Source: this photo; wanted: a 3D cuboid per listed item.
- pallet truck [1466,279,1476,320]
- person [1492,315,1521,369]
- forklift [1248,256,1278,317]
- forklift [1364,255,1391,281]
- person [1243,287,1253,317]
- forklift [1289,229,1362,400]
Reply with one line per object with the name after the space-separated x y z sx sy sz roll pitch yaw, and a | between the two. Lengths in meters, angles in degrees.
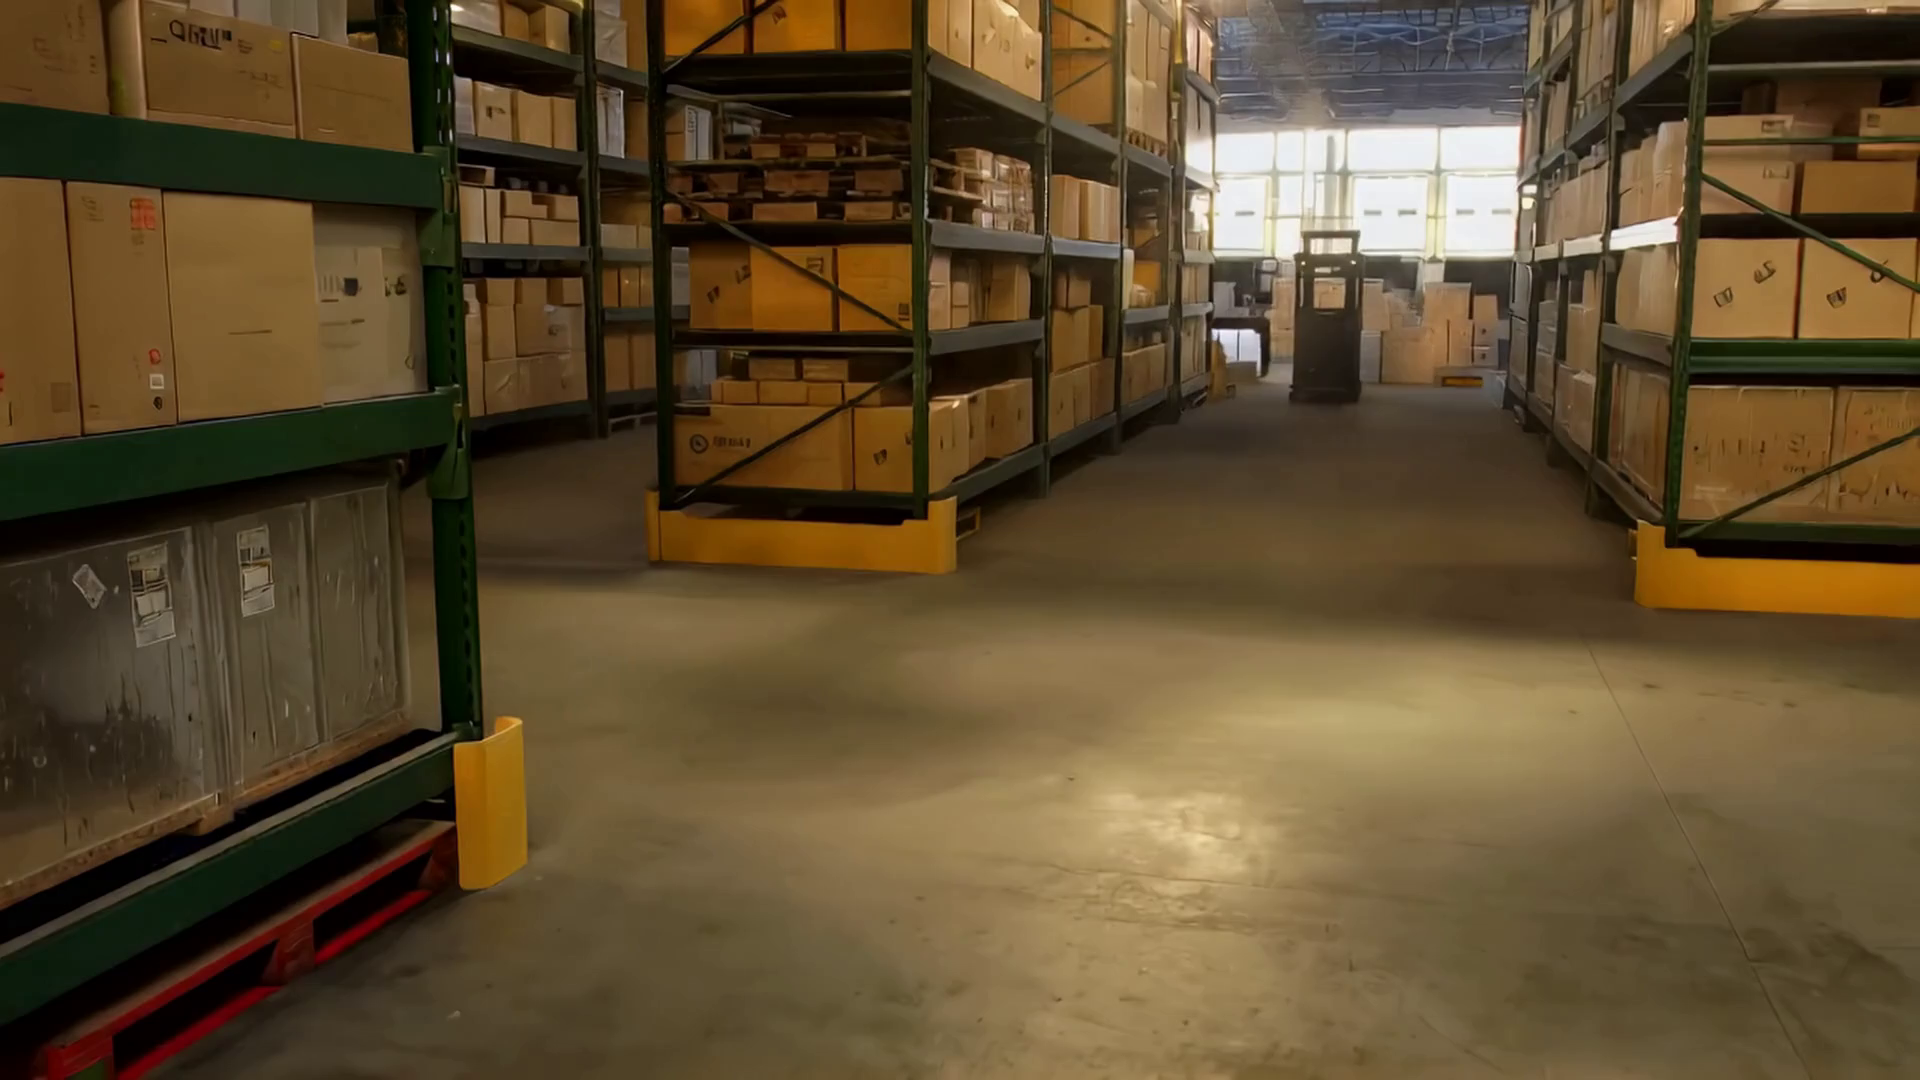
18.896 -8.459 60.307 1.885 1.965 0.823 5 10 31 | pallet truck
12.171 -4.497 36.412 0.884 1.594 0.531 1 9 5 | person
11.207 -9.047 61.251 1.129 2.768 1.873 2 9 15 | forklift
14.254 -8.372 56.961 1.129 2.768 1.873 -1 9 -5 | forklift
10.802 -8.565 61.921 0.540 1.700 0.315 4 10 24 | person
6.189 -3.797 27.893 1.129 2.768 1.873 2 9 15 | forklift
